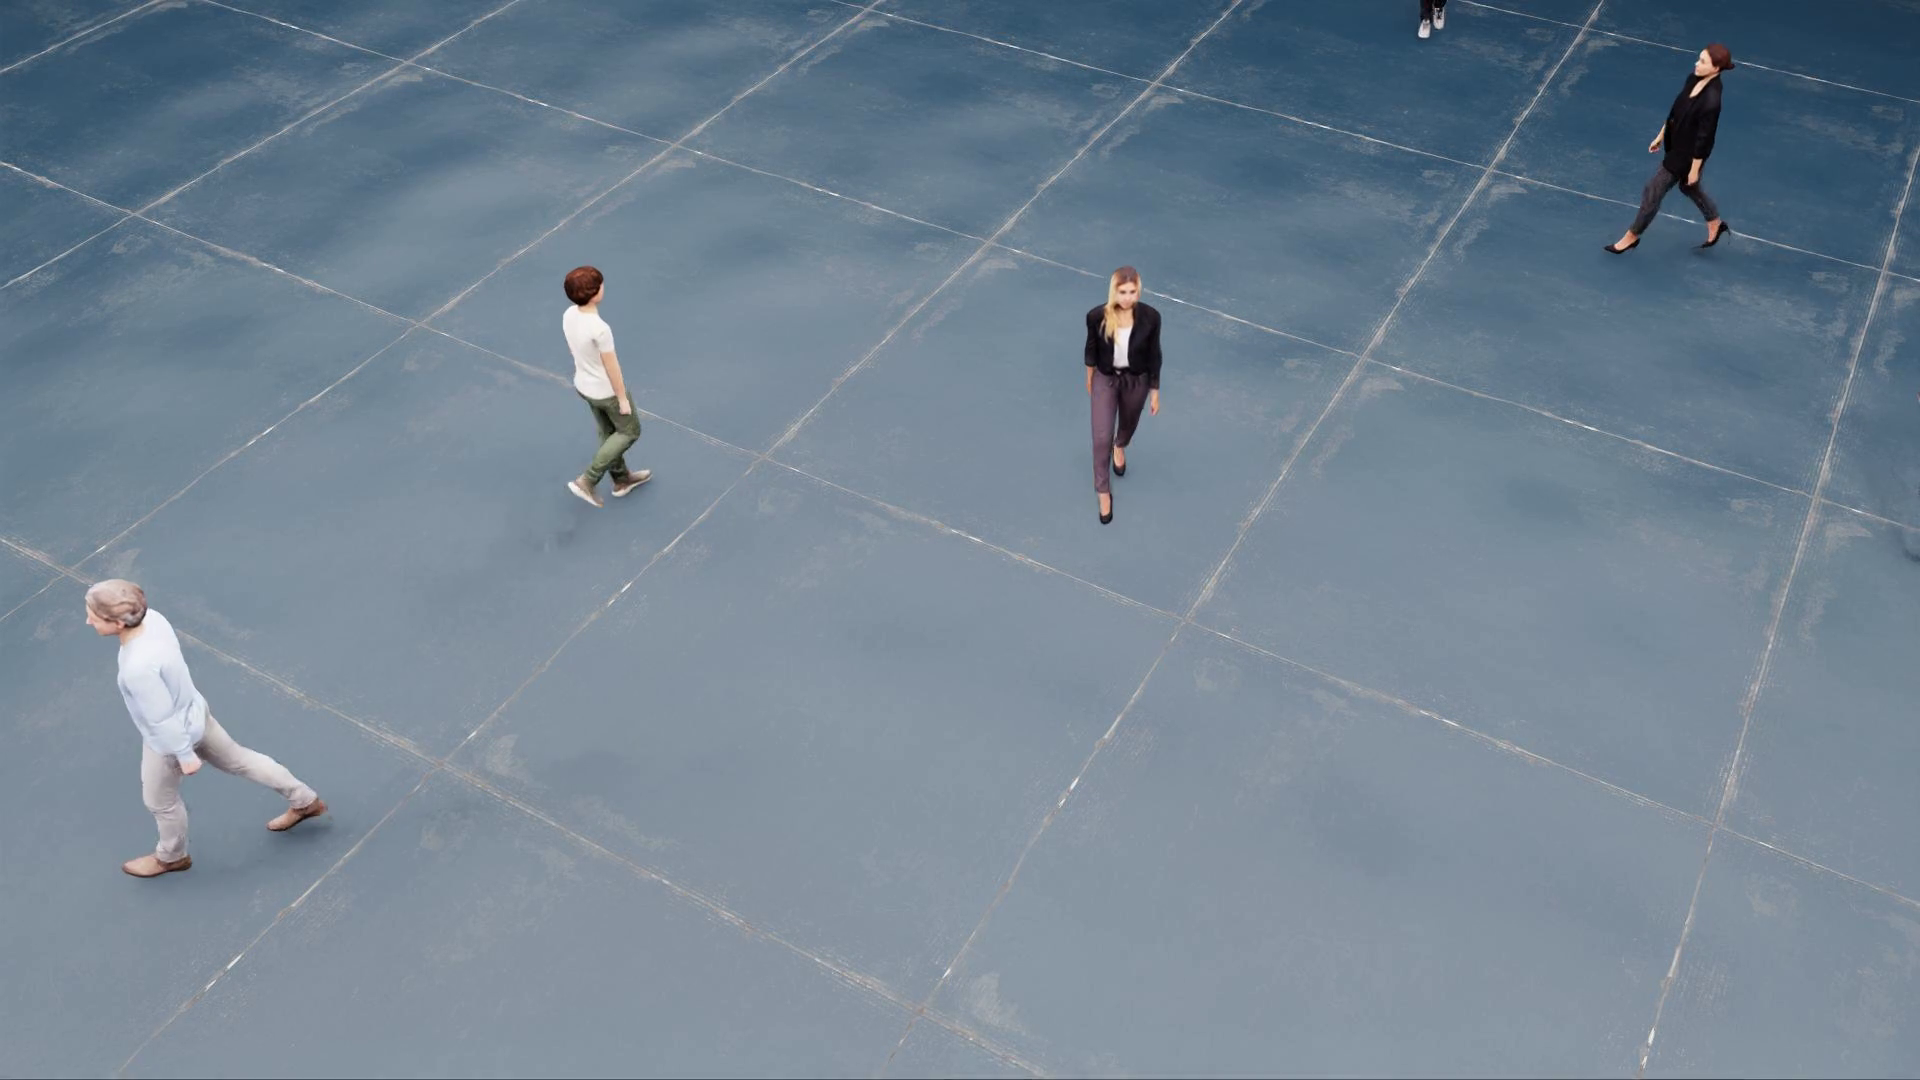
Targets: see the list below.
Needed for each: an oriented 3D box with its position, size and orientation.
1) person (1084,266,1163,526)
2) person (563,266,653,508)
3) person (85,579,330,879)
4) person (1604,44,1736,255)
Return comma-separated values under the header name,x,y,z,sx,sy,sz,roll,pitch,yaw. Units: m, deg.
name,x,y,z,sx,sy,sz,roll,pitch,yaw
person,0.977,-0.980,10.088,0.904,1.638,1.087,0,42,0
person,-2.198,-0.869,9.957,0.888,1.649,0.709,-34,52,-31
person,-3.605,0.873,7.888,1.272,1.850,1.202,-11,43,-12
person,5.344,-2.782,12.041,0.990,1.678,1.152,5,42,5
